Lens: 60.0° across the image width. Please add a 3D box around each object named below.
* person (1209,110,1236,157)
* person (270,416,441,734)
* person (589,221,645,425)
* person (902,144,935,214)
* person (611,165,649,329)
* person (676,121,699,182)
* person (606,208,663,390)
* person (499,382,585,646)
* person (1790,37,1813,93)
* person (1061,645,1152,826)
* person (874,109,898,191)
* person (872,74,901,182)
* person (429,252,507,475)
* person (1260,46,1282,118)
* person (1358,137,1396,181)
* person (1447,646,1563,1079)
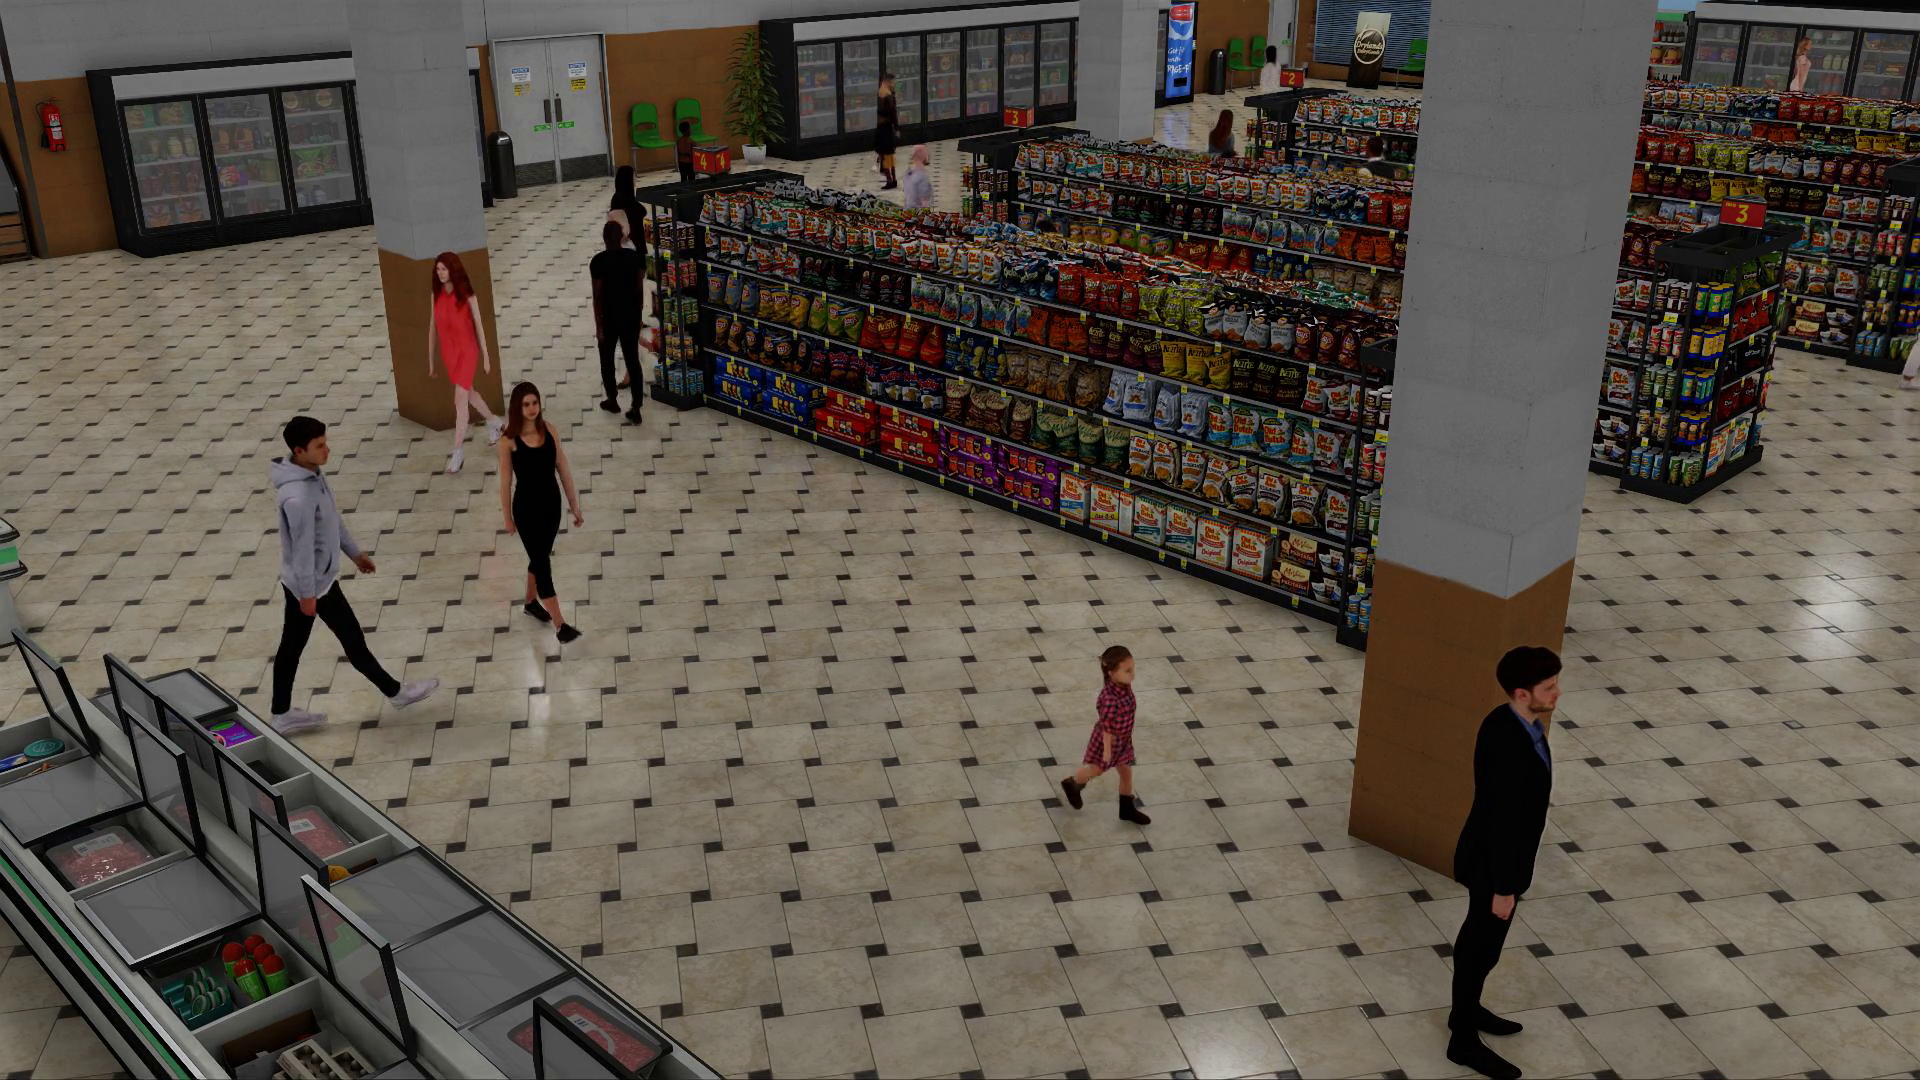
[{"bbox_3d":[3.476,-4.968,22.660,0.994,1.656,0.729,16,27,35],"label":"person"},{"bbox_3d":[-3.764,0.245,9.402,1.053,1.869,1.220,-8,23,-20],"label":"person"},{"bbox_3d":[-3.008,-1.920,14.890,0.784,1.795,0.941,-13,25,-30],"label":"person"},{"bbox_3d":[-0.553,-3.588,19.005,0.868,1.821,0.751,-9,23,-21],"label":"person"},{"bbox_3d":[-3.613,-3.185,18.086,0.791,1.759,0.637,-11,24,-26],"label":"person"},{"bbox_3d":[-4.067,-5.591,24.750,0.501,1.253,0.626,10,24,24],"label":"person"},{"bbox_3d":[-3.156,-2.327,15.990,0.678,1.730,0.797,-20,29,-41],"label":"person"},{"bbox_3d":[-2.767,-0.202,10.758,0.557,1.687,1.063,-20,29,-41],"label":"person"},{"bbox_3d":[15.645,-8.459,31.116,0.652,1.830,0.649,6,23,15],"label":"person"},{"bbox_3d":[0.754,1.003,8.670,0.768,1.008,0.538,13,25,29],"label":"person"},{"bbox_3d":[-1.112,-6.136,26.114,0.718,1.248,0.727,10,24,23],"label":"person"},{"bbox_3d":[-1.258,-6.591,26.665,0.766,1.682,0.664,-12,25,-27],"label":"person"},{"bbox_3d":[-4.105,-1.505,13.873,1.166,1.783,1.012,8,23,19],"label":"person"},{"bbox_3d":[5.937,-8.535,31.576,0.793,1.628,0.624,20,29,40],"label":"person"},{"bbox_3d":[4.723,-3.590,18.890,0.888,1.911,1.067,-13,25,-29],"label":"person"},{"bbox_3d":[2.192,1.284,6.784,0.772,1.894,0.782,7,23,17],"label":"person"}]
